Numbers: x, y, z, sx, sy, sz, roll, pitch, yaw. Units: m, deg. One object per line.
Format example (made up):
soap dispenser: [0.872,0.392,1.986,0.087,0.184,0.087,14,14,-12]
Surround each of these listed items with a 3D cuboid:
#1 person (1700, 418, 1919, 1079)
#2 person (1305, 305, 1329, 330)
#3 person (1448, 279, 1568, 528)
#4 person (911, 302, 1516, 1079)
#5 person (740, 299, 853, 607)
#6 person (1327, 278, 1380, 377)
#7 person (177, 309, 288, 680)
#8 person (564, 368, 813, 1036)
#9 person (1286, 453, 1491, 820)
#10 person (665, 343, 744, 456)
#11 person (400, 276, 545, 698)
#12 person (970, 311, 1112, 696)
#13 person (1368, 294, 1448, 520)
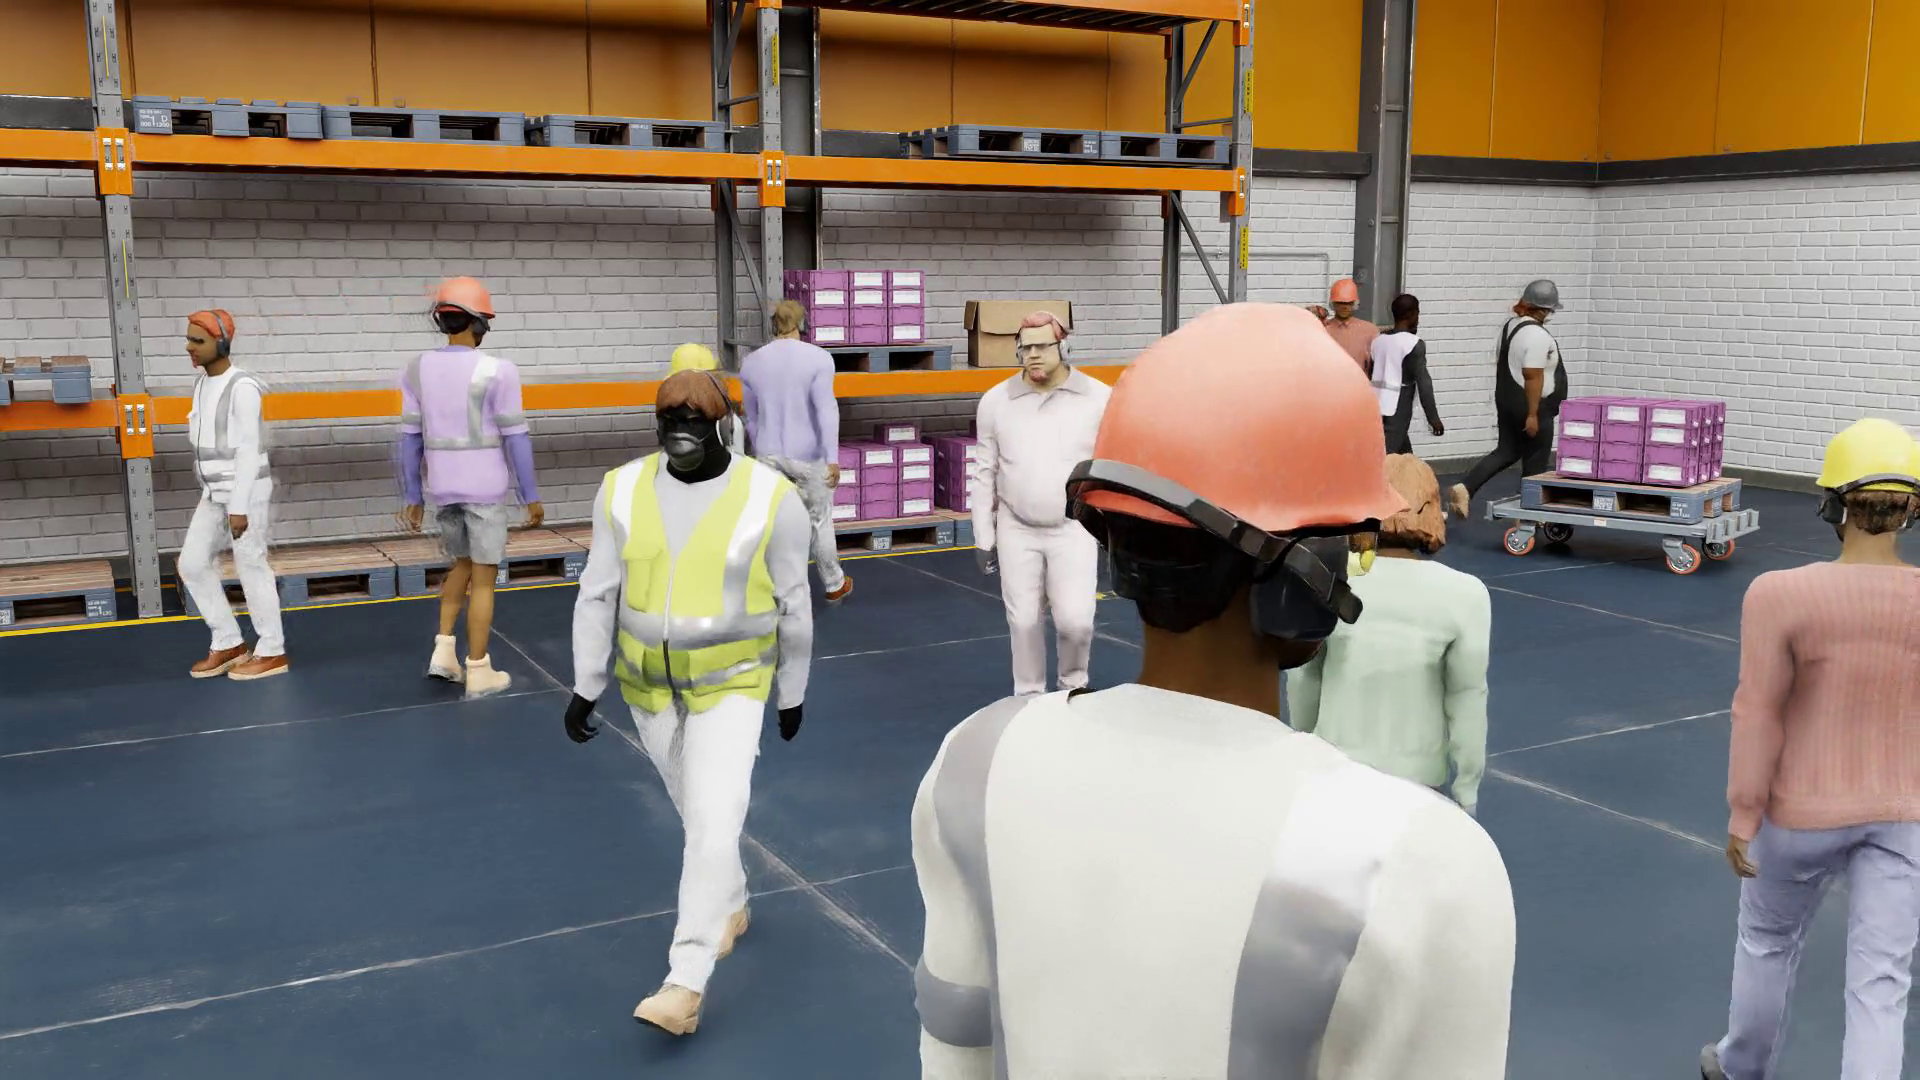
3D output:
person: [1.994,0.589,3.807,0.542,1.728,0.823,2,9,9]
person: [2.610,-0.865,12.536,1.005,1.780,0.576,-5,11,-27]
person: [4.368,-1.088,13.107,0.834,2.000,0.687,-1,9,-6]
person: [0.237,0.806,1.581,0.612,2.049,0.392,9,13,43]
person: [-0.939,-0.479,9.914,0.697,1.876,0.960,4,10,22]
person: [3.122,-1.153,13.701,0.650,1.979,0.437,3,10,18]
person: [-3.670,-0.205,8.269,0.625,1.859,0.593,9,13,42]
person: [-0.763,0.421,4.675,0.620,1.787,0.972,2,10,15]
person: [1.081,0.578,4.281,0.500,1.607,0.634,2,10,14]
person: [-1.175,-0.127,8.253,0.755,1.715,0.491,-9,13,-43]
person: [-2.340,-0.244,8.000,0.625,2.025,0.415,4,10,21]
person: [0.361,-0.026,7.102,0.669,1.884,0.448,2,10,12]
person: [3.409,-0.975,12.972,1.023,1.868,0.593,-3,10,-16]
